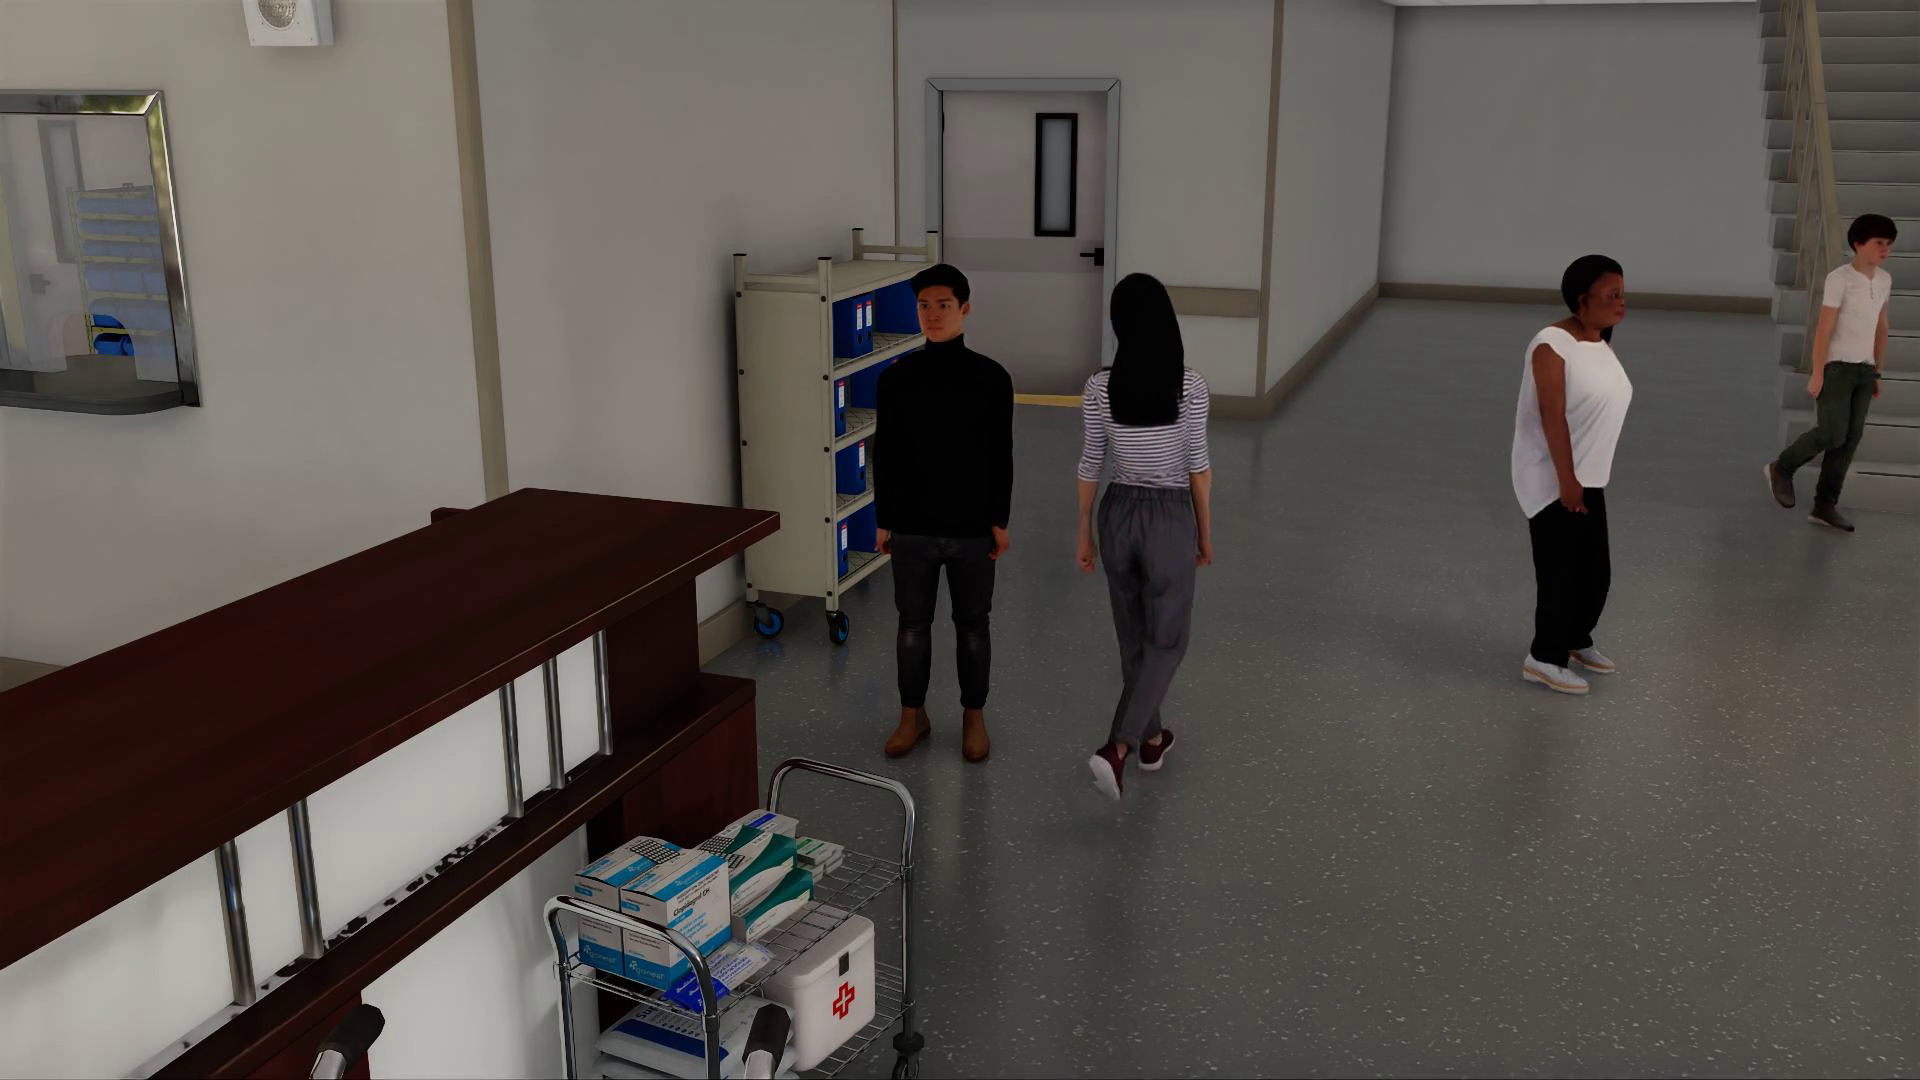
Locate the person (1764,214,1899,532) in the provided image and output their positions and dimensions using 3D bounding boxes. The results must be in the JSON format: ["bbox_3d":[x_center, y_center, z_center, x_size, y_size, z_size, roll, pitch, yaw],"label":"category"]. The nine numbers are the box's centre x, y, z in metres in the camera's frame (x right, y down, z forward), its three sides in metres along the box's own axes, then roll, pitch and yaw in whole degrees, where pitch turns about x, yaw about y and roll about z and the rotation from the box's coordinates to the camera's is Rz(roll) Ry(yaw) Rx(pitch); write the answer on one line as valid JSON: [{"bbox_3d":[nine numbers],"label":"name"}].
[{"bbox_3d":[4.583,-0.884,8.741,0.829,1.642,0.905,-6,17,-19],"label":"person"}]

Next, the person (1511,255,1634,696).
[{"bbox_3d":[2.339,-0.264,6.471,0.740,1.680,0.848,-15,22,-43],"label":"person"}]

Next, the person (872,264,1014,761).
[{"bbox_3d":[-0.058,-0.095,5.795,0.686,1.723,0.607,2,16,8],"label":"person"}]

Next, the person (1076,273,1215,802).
[{"bbox_3d":[0.584,0.028,5.385,0.628,1.709,1.007,7,17,24],"label":"person"}]
